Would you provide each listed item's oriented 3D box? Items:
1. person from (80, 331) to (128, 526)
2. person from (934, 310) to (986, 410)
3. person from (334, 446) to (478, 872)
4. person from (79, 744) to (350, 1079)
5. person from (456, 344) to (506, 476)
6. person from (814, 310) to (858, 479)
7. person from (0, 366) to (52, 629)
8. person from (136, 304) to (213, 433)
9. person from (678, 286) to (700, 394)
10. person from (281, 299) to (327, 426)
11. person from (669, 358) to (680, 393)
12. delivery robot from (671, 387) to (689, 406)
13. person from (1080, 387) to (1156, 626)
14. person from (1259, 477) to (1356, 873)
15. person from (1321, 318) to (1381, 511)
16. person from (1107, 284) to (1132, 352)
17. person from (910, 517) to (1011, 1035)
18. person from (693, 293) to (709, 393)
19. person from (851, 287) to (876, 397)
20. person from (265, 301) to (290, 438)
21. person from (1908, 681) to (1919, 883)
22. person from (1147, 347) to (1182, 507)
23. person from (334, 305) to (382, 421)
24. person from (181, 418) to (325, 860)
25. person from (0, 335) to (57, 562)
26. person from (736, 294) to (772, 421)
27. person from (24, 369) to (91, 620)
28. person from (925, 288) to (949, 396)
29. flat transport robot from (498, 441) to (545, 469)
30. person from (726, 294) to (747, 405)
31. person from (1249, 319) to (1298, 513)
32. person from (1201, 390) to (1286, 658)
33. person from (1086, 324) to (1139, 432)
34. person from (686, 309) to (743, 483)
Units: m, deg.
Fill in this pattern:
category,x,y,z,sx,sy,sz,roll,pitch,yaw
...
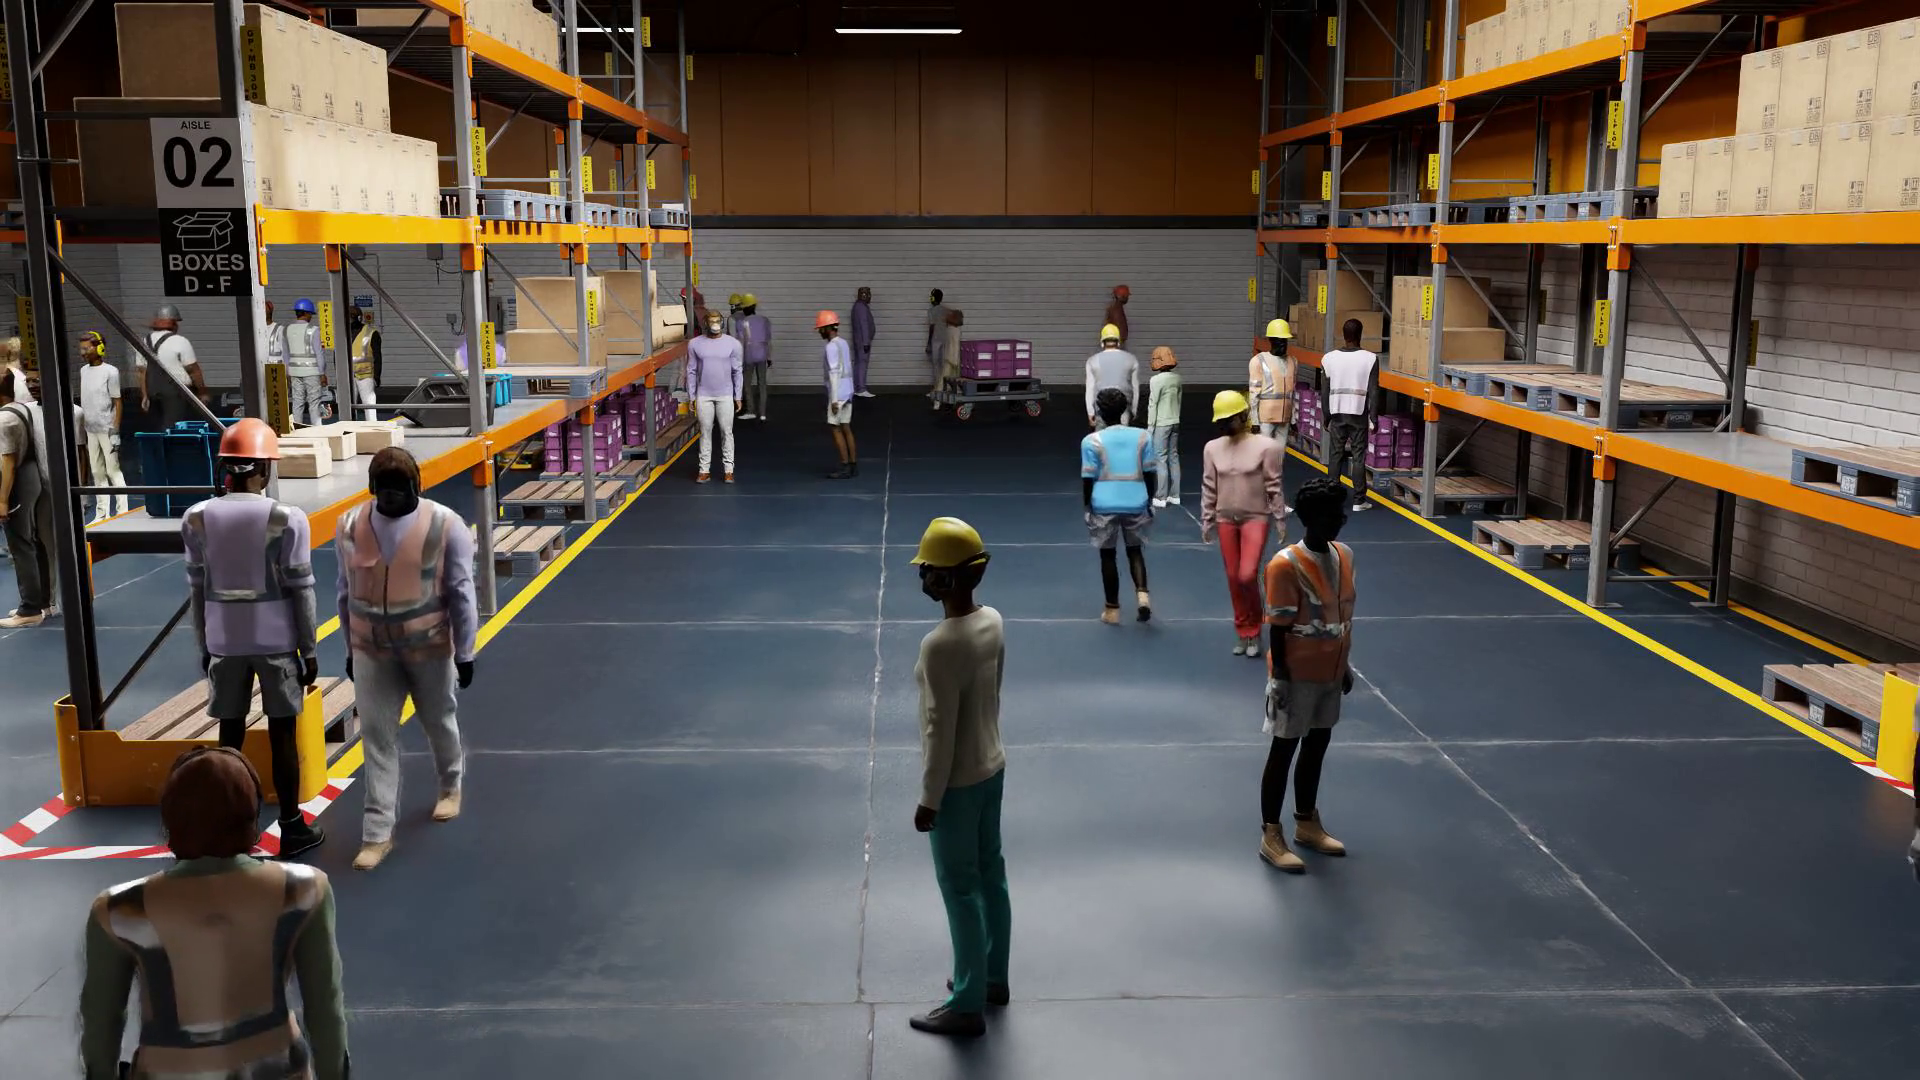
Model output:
category,x,y,z,sx,sy,sz,roll,pitch,yaw
person,-7.959,-0.998,15.381,0.511,1.872,0.328,5,11,24
person,-0.038,-2.873,26.614,0.855,1.587,0.502,-4,11,-23
person,-2.462,0.477,7.433,0.639,1.815,0.900,0,10,-2
person,-1.616,1.246,3.656,0.516,1.591,0.857,-6,12,-32
person,-5.538,-1.656,19.286,0.584,1.796,0.999,-3,11,-19
person,-1.420,-1.649,18.906,0.454,1.913,0.569,3,11,15
person,-6.589,-0.301,11.590,0.344,1.839,0.504,-2,10,-11
person,-8.787,-1.683,18.724,0.694,2.000,1.027,5,11,25
person,-4.275,-3.016,26.272,0.383,1.996,0.609,-7,12,-34
person,-8.555,-2.180,21.779,0.602,1.937,0.407,3,11,17
person,-4.538,-3.136,27.500,0.651,1.802,0.435,4,11,19
delivery robot,-4.116,-2.002,24.378,0.707,0.478,0.477,9,13,40
person,1.109,-0.222,11.577,0.551,1.674,0.470,-2,10,-13
person,1.507,0.565,7.152,0.540,1.697,0.317,-9,13,-40
person,3.894,-1.246,16.621,0.593,1.922,0.392,6,12,28
person,2.621,-3.223,27.473,0.452,1.978,0.612,2,10,12
person,-0.018,0.798,5.667,0.328,1.767,0.530,5,11,24
person,-4.316,-3.121,27.312,0.651,1.848,1.035,0,10,-3
person,-1.662,-3.432,28.841,0.401,1.907,0.646,-3,11,-16
person,-9.324,-2.286,22.517,0.582,1.882,0.338,5,11,27
person,3.213,0.835,5.021,0.660,1.921,0.483,4,11,20
person,2.082,-1.152,16.927,0.292,1.623,0.494,9,13,40
person,-7.976,-2.176,22.023,0.622,1.845,0.430,0,10,2
person,-3.053,0.435,7.242,0.538,1.929,0.381,-1,10,-3
person,-7.825,-0.723,13.715,0.650,1.913,0.530,9,13,40
person,-3.076,-2.725,24.953,0.688,1.899,0.560,-7,12,-35
person,-6.400,-0.344,11.737,0.518,1.873,0.328,0,10,1
person,-0.396,-3.418,28.870,0.331,1.871,0.519,9,14,42
flat transport robot,-5.356,-1.034,20.036,0.652,0.197,1.431,-1,10,-3
person,-3.653,-3.131,27.371,0.404,1.830,0.601,5,11,25
person,3.106,-1.213,16.420,0.585,1.927,0.366,-6,12,-32
person,1.800,-0.098,10.724,0.556,1.732,0.481,6,12,31
person,1.654,-1.446,18.084,0.583,1.801,0.795,1,10,6
person,-2.727,-1.592,18.497,0.635,1.939,0.362,0,10,0
